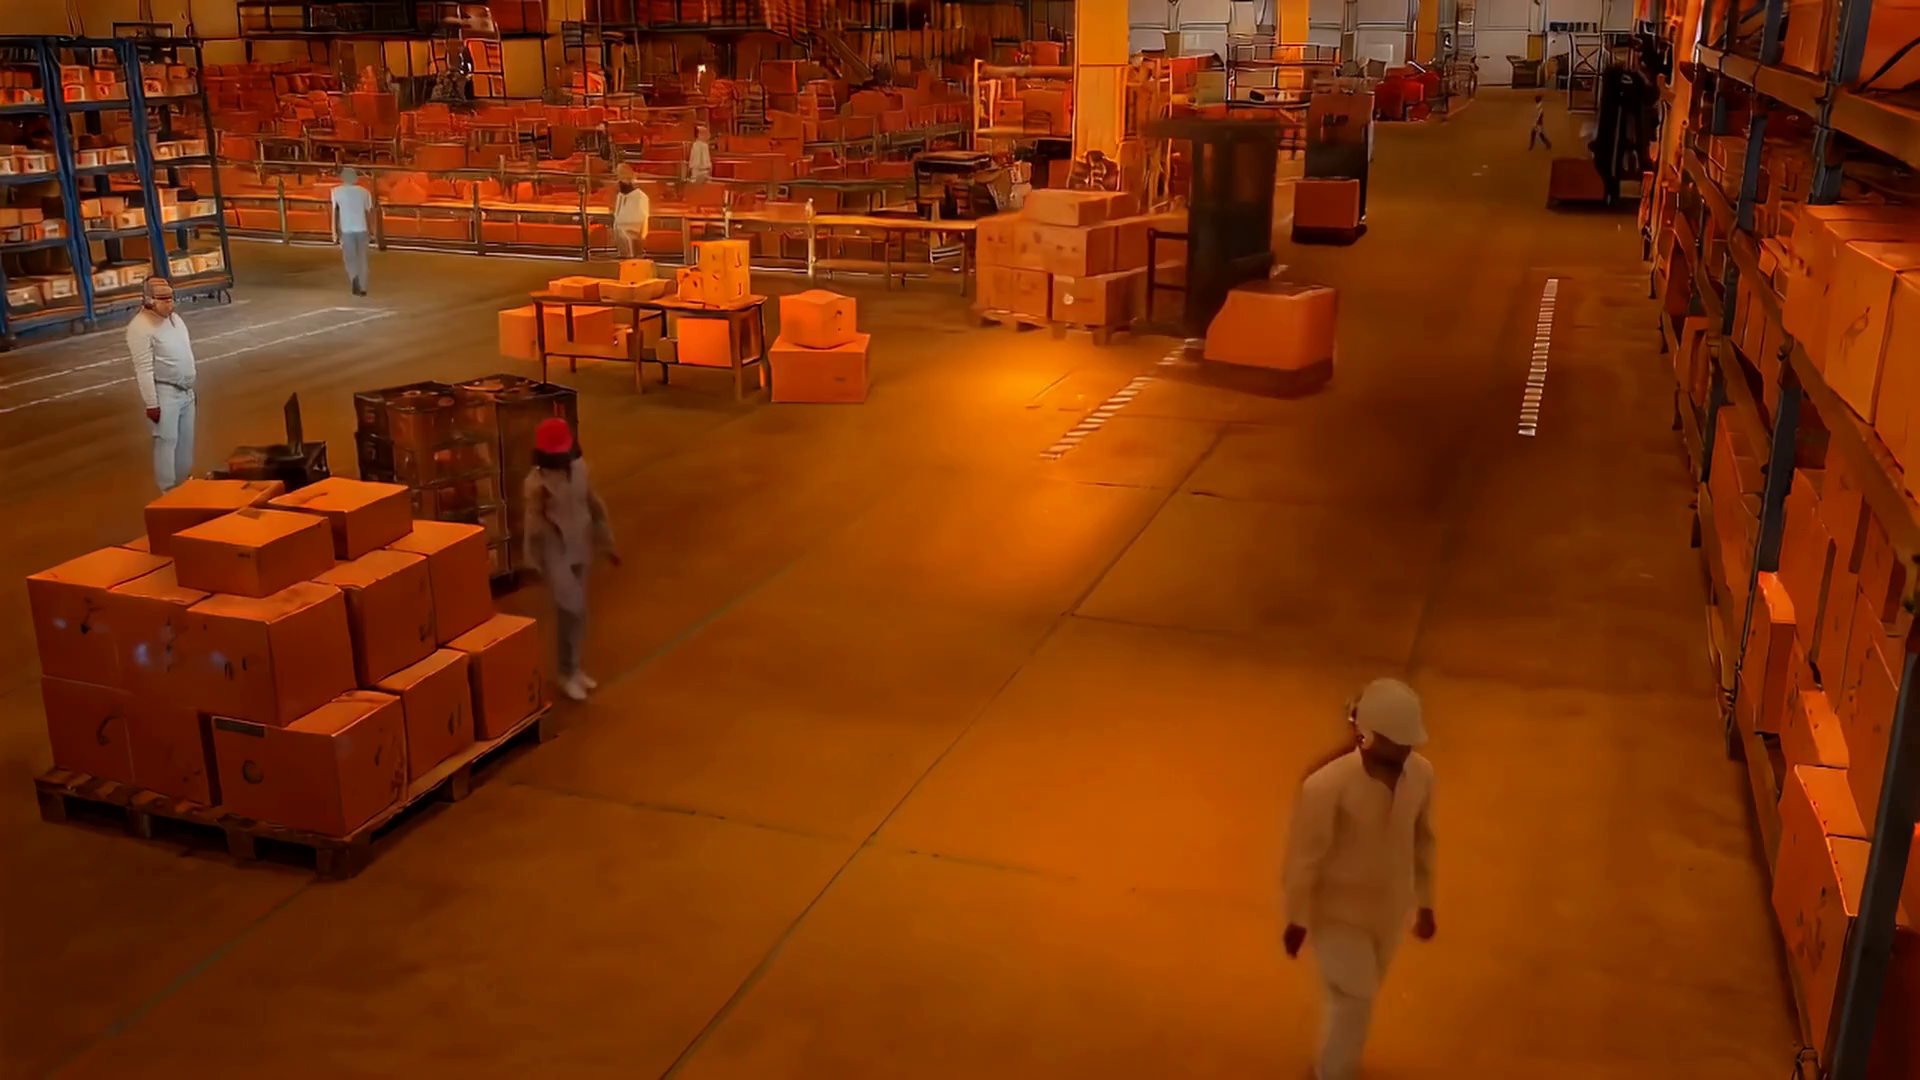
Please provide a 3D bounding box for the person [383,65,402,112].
[{"bbox_3d":[-23.075,-18.233,67.140,0.969,1.847,0.591,9,20,27],"label":"person"}]

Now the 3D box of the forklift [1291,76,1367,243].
[{"bbox_3d":[6.598,-6.755,29.381,1.129,2.768,1.873,6,19,19],"label":"forklift"}]

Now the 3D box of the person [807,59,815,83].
[{"bbox_3d":[-6.377,-19.722,71.655,0.362,1.935,0.551,4,18,12],"label":"person"}]

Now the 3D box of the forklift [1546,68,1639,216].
[{"bbox_3d":[12.822,-7.946,33.122,1.873,2.768,1.129,6,19,19],"label":"forklift"}]

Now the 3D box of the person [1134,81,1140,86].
[{"bbox_3d":[8.485,-21.924,78.723,0.782,1.852,0.523,1,18,4],"label":"person"}]

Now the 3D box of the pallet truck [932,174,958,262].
[{"bbox_3d":[-0.507,-5.292,27.348,0.653,1.274,1.630,6,19,19],"label":"pallet truck"}]

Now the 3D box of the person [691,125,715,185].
[{"bbox_3d":[-4.663,-6.683,30.727,0.794,1.908,0.624,3,18,10],"label":"person"}]

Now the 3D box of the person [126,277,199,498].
[{"bbox_3d":[-6.342,-1.165,13.397,0.407,1.906,0.655,1,18,4],"label":"person"}]

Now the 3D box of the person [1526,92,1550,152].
[{"bbox_3d":[16.738,-12.063,47.996,0.605,1.680,0.546,-6,18,-17],"label":"person"}]

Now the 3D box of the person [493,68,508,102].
[{"bbox_3d":[-18.110,-17.704,65.606,0.524,1.761,0.333,-4,18,-11],"label":"person"}]

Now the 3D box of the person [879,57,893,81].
[{"bbox_3d":[-3.459,-21.134,76.128,0.650,1.904,0.851,-14,22,-38],"label":"person"}]

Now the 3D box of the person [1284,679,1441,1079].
[{"bbox_3d":[1.458,1.304,5.914,0.597,1.733,0.479,-9,20,-27],"label":"person"}]

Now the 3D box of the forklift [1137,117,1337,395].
[{"bbox_3d":[3.046,-3.108,17.919,1.873,2.768,1.129,13,22,36],"label":"forklift"}]

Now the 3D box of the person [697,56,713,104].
[{"bbox_3d":[-11.185,-20.181,72.928,0.676,2.000,0.536,-3,18,-10],"label":"person"}]

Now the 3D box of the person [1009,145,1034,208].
[{"bbox_3d":[1.065,-6.032,29.029,0.533,1.697,0.322,-16,24,-41],"label":"person"}]

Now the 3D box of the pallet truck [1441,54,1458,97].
[{"bbox_3d":[22.765,-21.886,78.355,0.823,1.965,1.885,-4,18,-14],"label":"pallet truck"}]

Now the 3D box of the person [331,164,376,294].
[{"bbox_3d":[-8.655,-4.433,23.781,0.606,1.830,0.429,-8,19,-24],"label":"person"}]

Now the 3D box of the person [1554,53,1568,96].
[{"bbox_3d":[28.835,-22.311,79.702,0.612,1.991,0.392,-2,18,-7],"label":"person"}]

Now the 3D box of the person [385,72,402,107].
[{"bbox_3d":[-19.903,-15.473,58.449,0.552,1.865,0.534,-7,19,-22],"label":"person"}]

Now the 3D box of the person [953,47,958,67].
[{"bbox_3d":[-0.168,-26.350,92.386,0.623,1.992,0.397,10,20,27],"label":"person"}]

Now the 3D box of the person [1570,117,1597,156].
[{"bbox_3d":[12.797,-7.725,34.069,0.770,1.868,0.659,-2,18,-7],"label":"person"}]

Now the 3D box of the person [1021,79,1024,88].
[{"bbox_3d":[2.565,-19.975,72.292,0.392,2.034,0.605,11,20,30],"label":"person"}]

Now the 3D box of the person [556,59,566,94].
[{"bbox_3d":[-17.723,-20.365,73.765,0.860,1.896,0.607,3,18,9],"label":"person"}]

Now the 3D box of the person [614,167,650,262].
[{"bbox_3d":[-4.635,-4.306,23.386,0.586,1.833,0.403,10,20,27],"label":"person"}]

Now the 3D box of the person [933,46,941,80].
[{"bbox_3d":[-1.344,-27.870,97.241,0.406,1.946,0.613,13,22,36],"label":"person"}]

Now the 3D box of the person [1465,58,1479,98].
[{"bbox_3d":[23.895,-21.602,77.741,0.647,1.827,0.583,-2,18,-7],"label":"person"}]

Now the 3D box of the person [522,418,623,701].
[{"bbox_3d":[-2.269,0.103,9.705,0.479,1.709,0.516,9,20,27],"label":"person"}]
